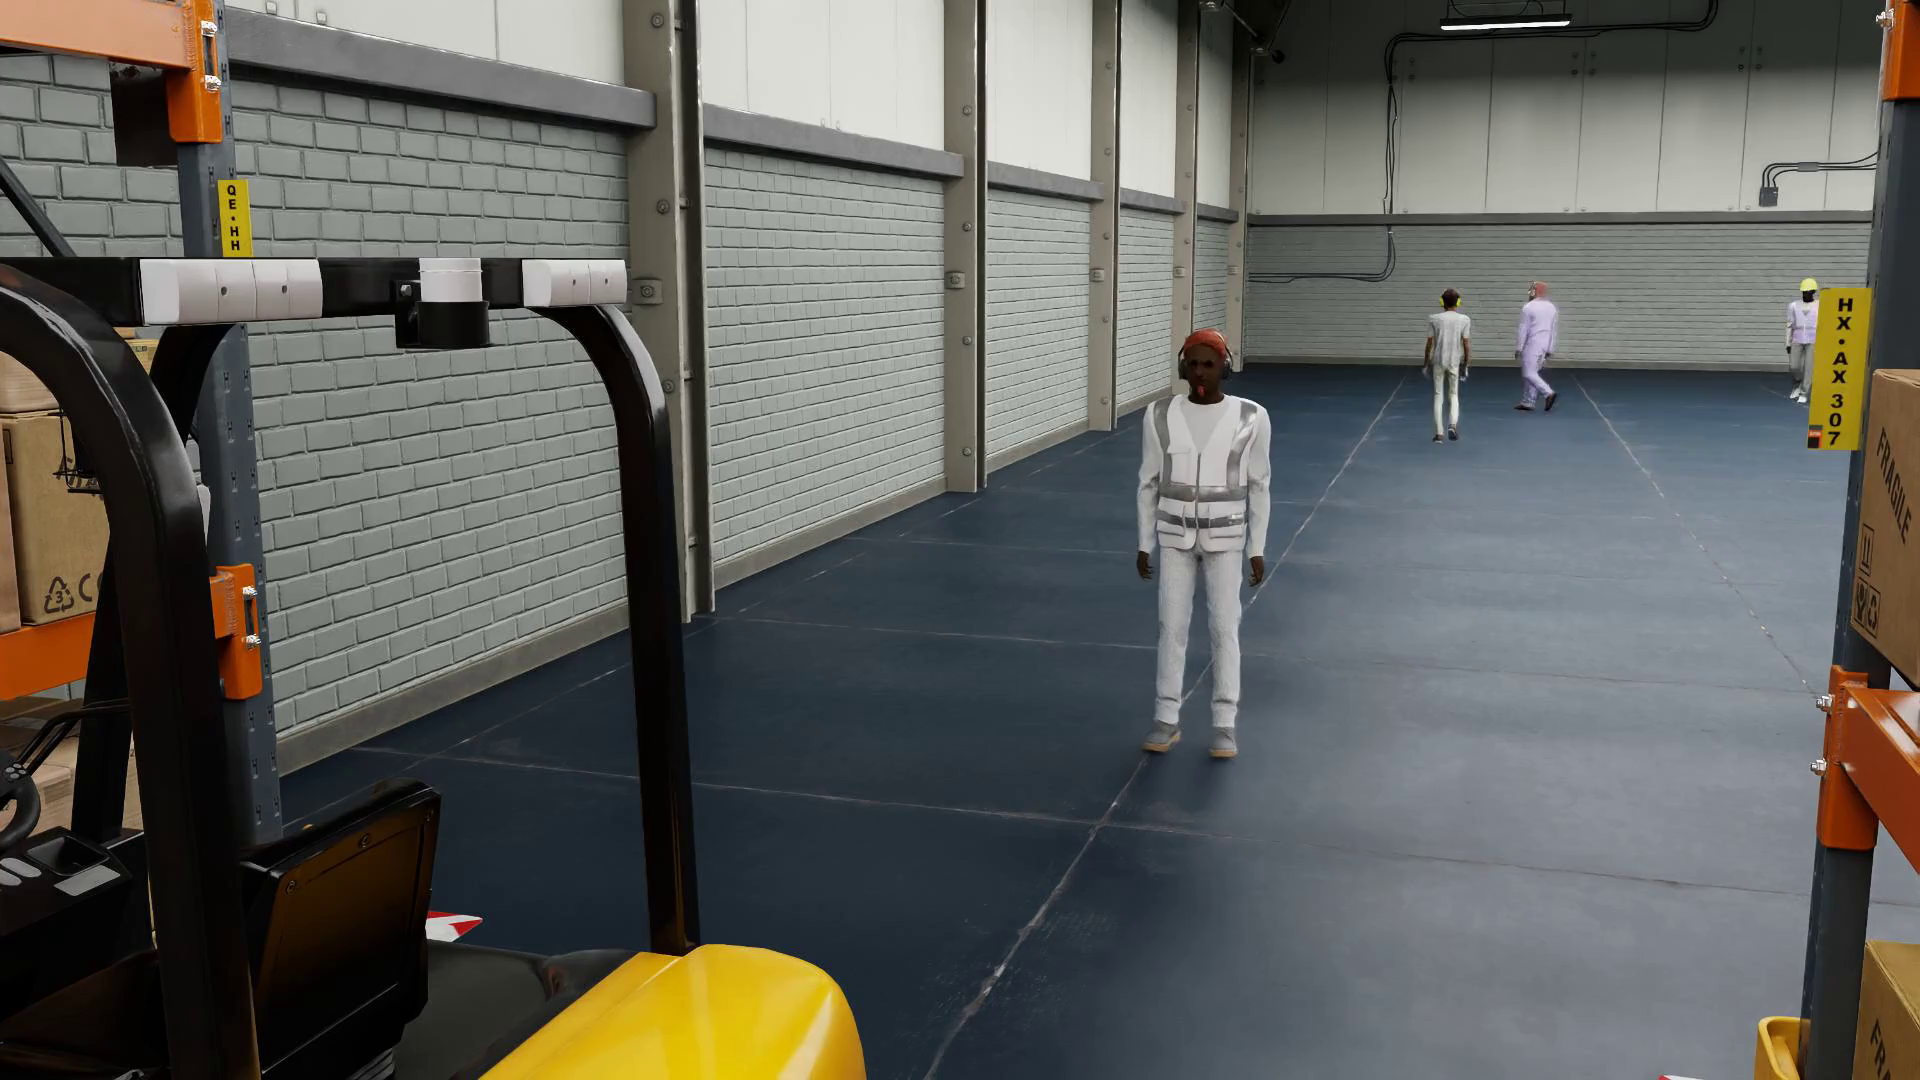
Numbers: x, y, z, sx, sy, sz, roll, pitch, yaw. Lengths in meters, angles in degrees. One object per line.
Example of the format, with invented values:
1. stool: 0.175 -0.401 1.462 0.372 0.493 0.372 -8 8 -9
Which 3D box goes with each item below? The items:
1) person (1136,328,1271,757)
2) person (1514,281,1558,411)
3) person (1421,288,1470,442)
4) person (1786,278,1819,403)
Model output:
1. person: 1.058 0.015 7.310 0.583 1.883 0.337 3 10 18
2. person: 8.327 -2.779 23.944 0.644 1.887 0.764 -6 11 -34
3. person: 5.826 -2.094 19.992 0.527 1.855 0.418 1 10 8
4. person: 12.974 -3.053 25.512 0.586 1.913 0.434 8 12 38
